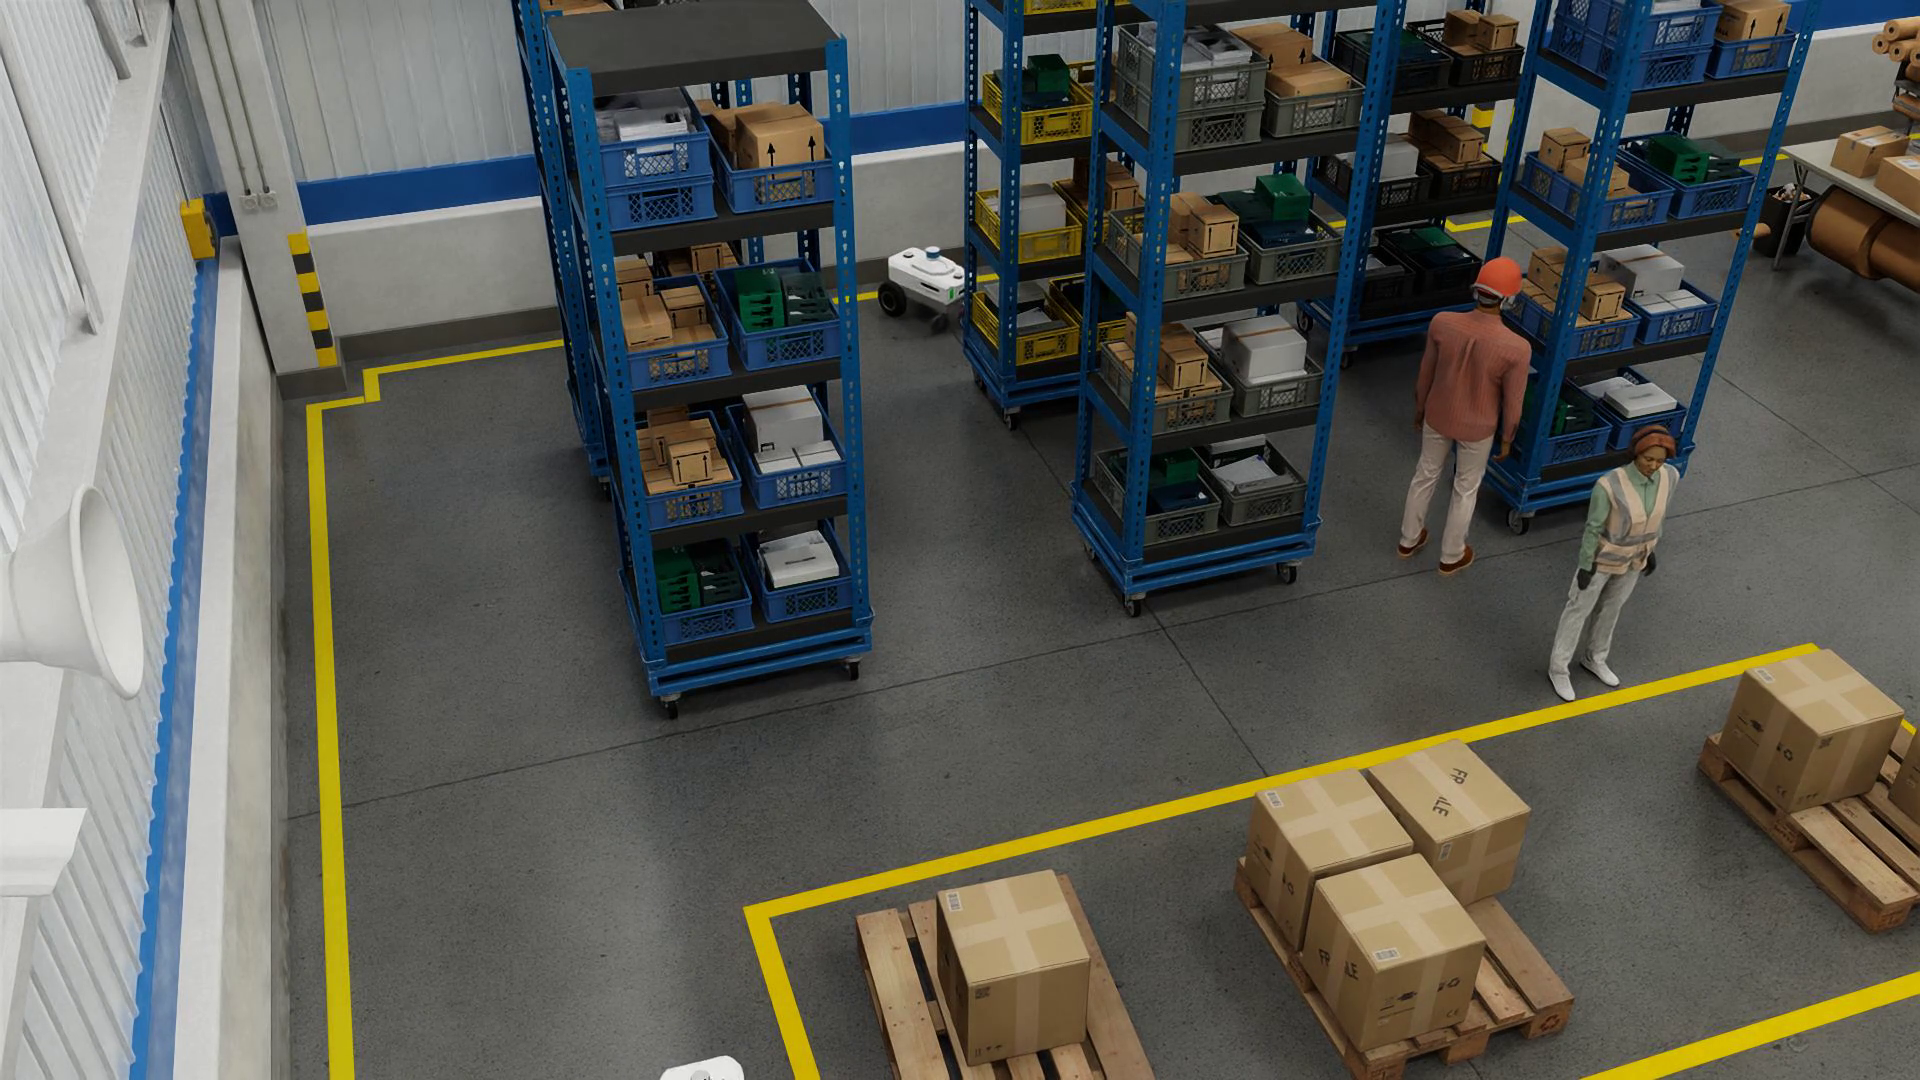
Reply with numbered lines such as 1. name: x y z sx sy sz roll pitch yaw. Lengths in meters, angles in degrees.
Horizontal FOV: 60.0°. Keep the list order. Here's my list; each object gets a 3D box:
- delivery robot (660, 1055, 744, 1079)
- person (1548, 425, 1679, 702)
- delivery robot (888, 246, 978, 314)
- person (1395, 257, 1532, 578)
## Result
1. delivery robot: -0.945 2.346 6.382 0.477 0.478 0.707 -10 36 -14
2. person: 3.430 0.107 8.703 0.515 1.636 0.314 -13 37 -17
3. delivery robot: -0.201 -1.966 12.496 0.707 0.478 0.477 28 44 34
4. person: 2.905 -0.697 9.550 0.622 1.984 0.417 24 42 30
